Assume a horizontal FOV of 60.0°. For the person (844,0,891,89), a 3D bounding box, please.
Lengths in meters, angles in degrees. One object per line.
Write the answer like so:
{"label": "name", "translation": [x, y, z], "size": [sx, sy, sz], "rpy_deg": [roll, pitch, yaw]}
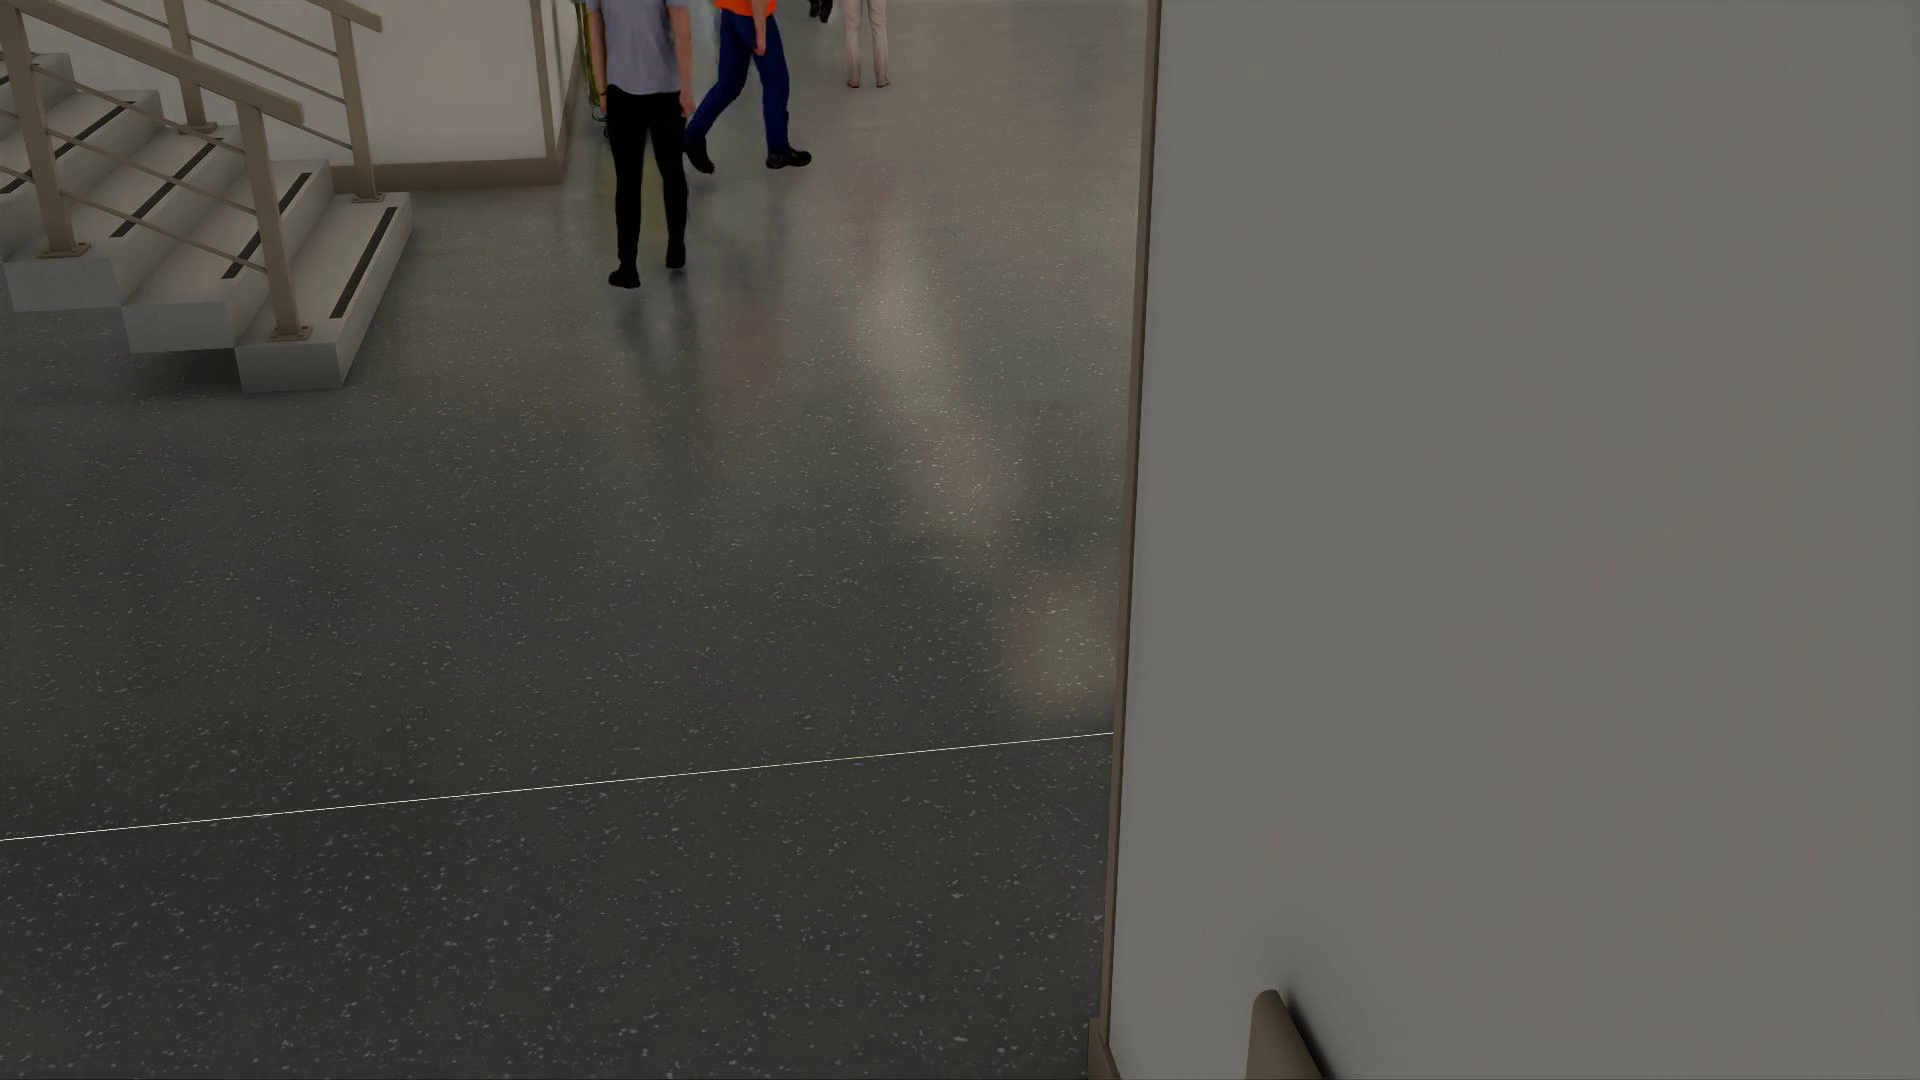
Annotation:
{"label": "person", "translation": [-0.740, -4.371, 12.769], "size": [0.479, 1.725, 0.672], "rpy_deg": [-2, 26, -5]}

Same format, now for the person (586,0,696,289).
{"label": "person", "translation": [-1.499, -2.180, 8.113], "size": [1.149, 1.824, 0.935], "rpy_deg": [1, 26, 3]}

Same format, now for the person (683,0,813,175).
{"label": "person", "translation": [-1.365, -3.123, 10.027], "size": [1.243, 1.859, 1.039], "rpy_deg": [-21, 33, -36]}
